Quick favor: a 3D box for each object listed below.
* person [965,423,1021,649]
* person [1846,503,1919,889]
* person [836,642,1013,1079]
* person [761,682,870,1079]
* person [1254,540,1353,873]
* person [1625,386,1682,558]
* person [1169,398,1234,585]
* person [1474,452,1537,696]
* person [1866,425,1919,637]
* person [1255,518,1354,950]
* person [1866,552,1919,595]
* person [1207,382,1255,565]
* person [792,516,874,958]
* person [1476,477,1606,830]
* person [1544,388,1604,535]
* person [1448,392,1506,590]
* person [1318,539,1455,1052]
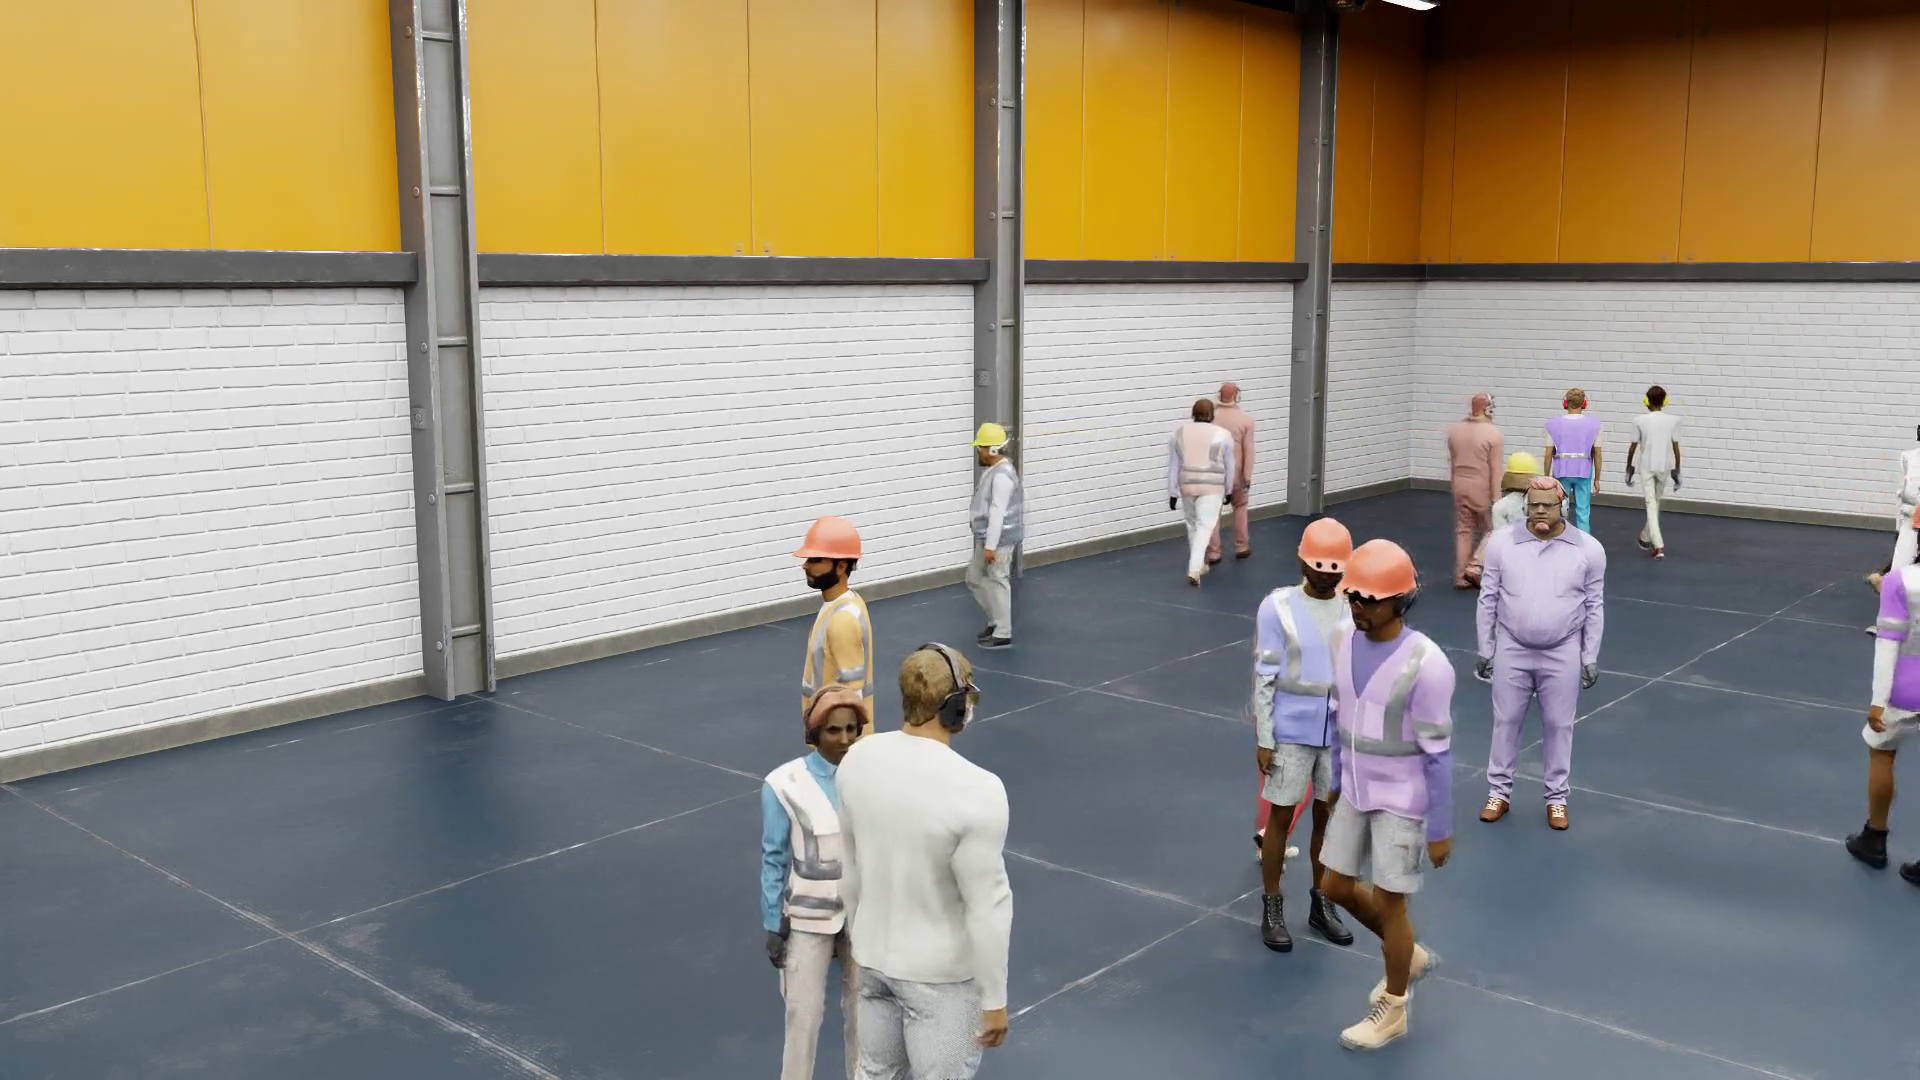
[{"bbox_3d":[0.262,-0.021,13.210,0.431,1.817,0.594,-1,9,-9],"label":"person"},{"bbox_3d":[4.724,0.723,8.208,0.582,1.907,0.788,1,9,6],"label":"person"},{"bbox_3d":[-0.110,1.252,4.877,0.646,1.929,0.384,8,12,43],"label":"person"},{"bbox_3d":[-0.412,1.282,5.591,0.523,1.632,0.327,-4,10,-23],"label":"person"},{"bbox_3d":[1.651,0.813,8.214,0.514,1.729,0.600,-8,12,-41],"label":"person"},{"bbox_3d":[7.385,-0.729,17.694,0.530,1.812,1.019,1,9,5],"label":"person"},{"bbox_3d":[2.327,-0.473,16.138,0.606,1.801,0.973,5,10,27],"label":"person"},{"bbox_3d":[3.990,0.227,11.958,0.500,1.719,0.744,-1,9,-7],"label":"person"},{"bbox_3d":[7.766,-0.083,13.451,0.919,1.848,0.599,-5,10,-30],"label":"person"},{"bbox_3d":[1.571,0.853,7.355,0.542,1.928,0.374,-2,9,-13],"label":"person"},{"bbox_3d":[8.531,-0.207,14.804,0.567,1.666,0.611,-7,12,-38],"label":"person"},{"bbox_3d":[2.791,-0.708,17.314,0.657,1.869,0.897,4,10,24],"label":"person"},{"bbox_3d":[-0.552,0.854,7.299,0.341,1.942,0.552,-1,9,-7],"label":"person"},{"bbox_3d":[3.115,0.605,8.976,0.652,1.906,0.409,4,10,22],"label":"person"},{"bbox_3d":[6.196,-0.614,16.850,0.564,1.838,0.390,3,9,17],"label":"person"},{"bbox_3d":[4.873,-0.442,15.624,0.418,1.895,0.648,-6,11,-33],"label":"person"},{"bbox_3d":[1.628,0.972,6.355,0.626,2.013,0.642,-5,10,-28],"label":"person"}]
